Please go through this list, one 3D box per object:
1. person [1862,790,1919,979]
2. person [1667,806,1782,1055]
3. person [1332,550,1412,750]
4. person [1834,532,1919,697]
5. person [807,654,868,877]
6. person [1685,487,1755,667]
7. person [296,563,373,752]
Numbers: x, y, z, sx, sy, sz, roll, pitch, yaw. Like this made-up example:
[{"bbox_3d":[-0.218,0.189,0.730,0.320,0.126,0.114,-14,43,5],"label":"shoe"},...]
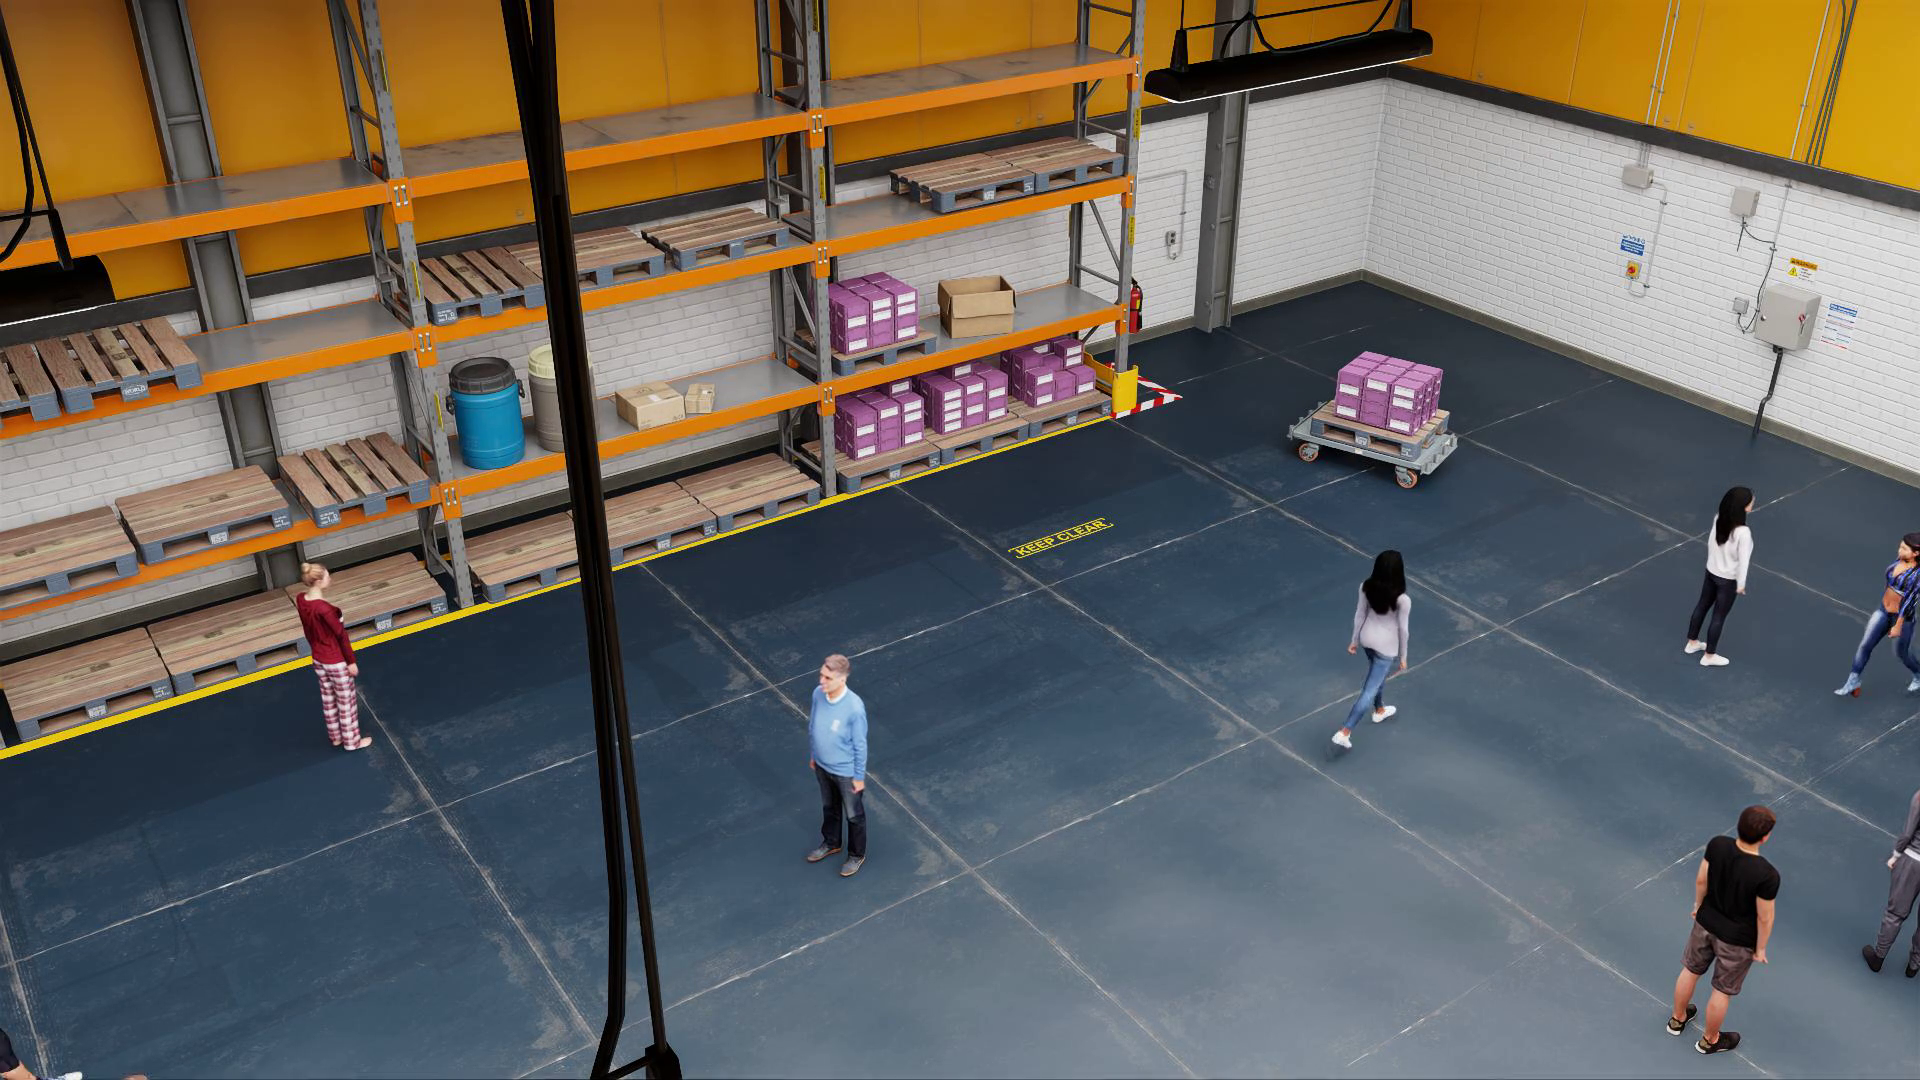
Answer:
[{"bbox_3d":[6.413,2.163,11.032,0.650,1.780,0.679,9,30,17],"label":"person"},{"bbox_3d":[4.807,2.430,10.456,0.569,1.862,0.674,-17,33,-29],"label":"person"},{"bbox_3d":[3.320,0.911,13.410,1.178,1.700,0.722,-23,36,-36],"label":"person"},{"bbox_3d":[7.938,0.663,13.979,1.106,1.590,0.876,-5,29,-9],"label":"person"},{"bbox_3d":[-0.873,1.592,12.035,0.716,1.820,0.671,21,35,33],"label":"person"},{"bbox_3d":[6.662,0.296,14.537,0.675,1.700,0.692,-7,29,-13],"label":"person"},{"bbox_3d":[-5.061,0.927,13.372,0.679,1.708,0.642,17,33,28],"label":"person"}]
